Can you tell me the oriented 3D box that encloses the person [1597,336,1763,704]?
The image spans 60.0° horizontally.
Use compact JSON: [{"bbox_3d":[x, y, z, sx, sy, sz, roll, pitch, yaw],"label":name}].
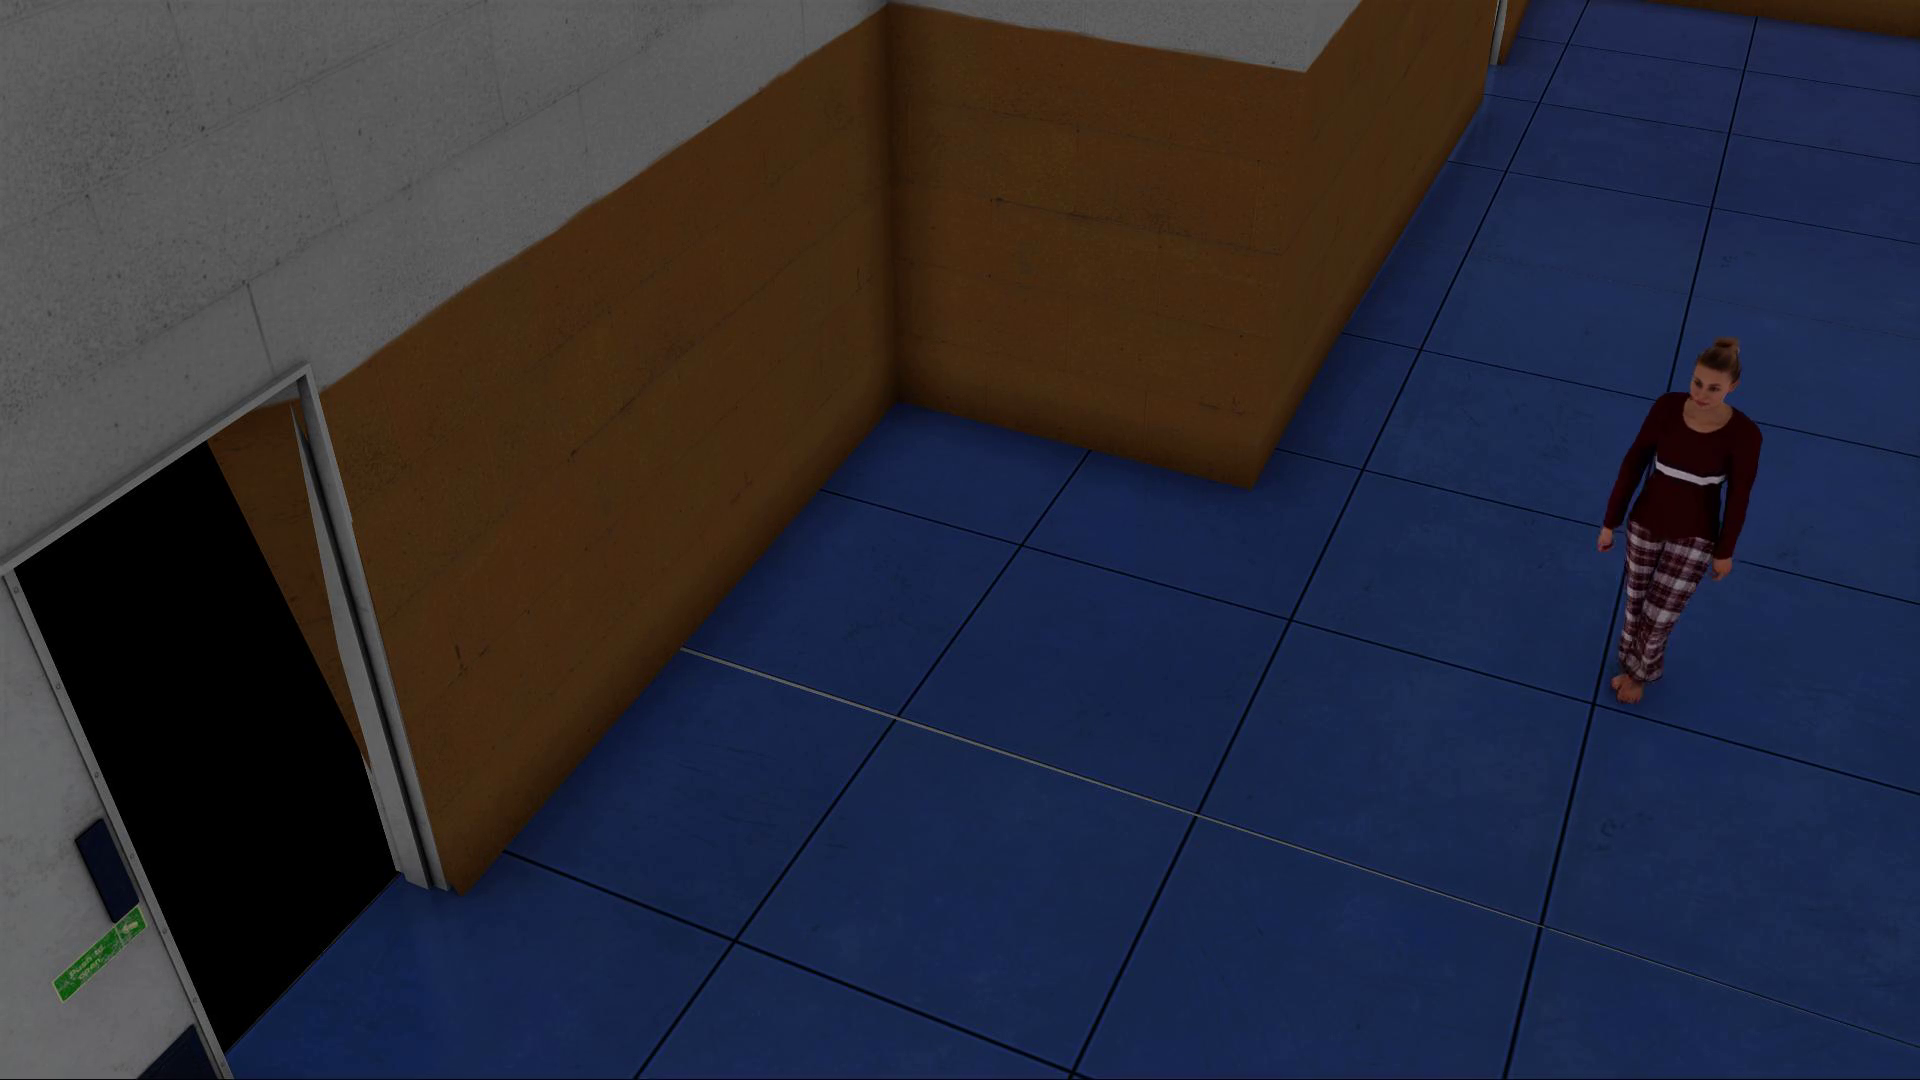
[{"bbox_3d":[2.924,-0.075,6.748,0.688,1.691,0.805,30,46,34],"label":"person"}]
